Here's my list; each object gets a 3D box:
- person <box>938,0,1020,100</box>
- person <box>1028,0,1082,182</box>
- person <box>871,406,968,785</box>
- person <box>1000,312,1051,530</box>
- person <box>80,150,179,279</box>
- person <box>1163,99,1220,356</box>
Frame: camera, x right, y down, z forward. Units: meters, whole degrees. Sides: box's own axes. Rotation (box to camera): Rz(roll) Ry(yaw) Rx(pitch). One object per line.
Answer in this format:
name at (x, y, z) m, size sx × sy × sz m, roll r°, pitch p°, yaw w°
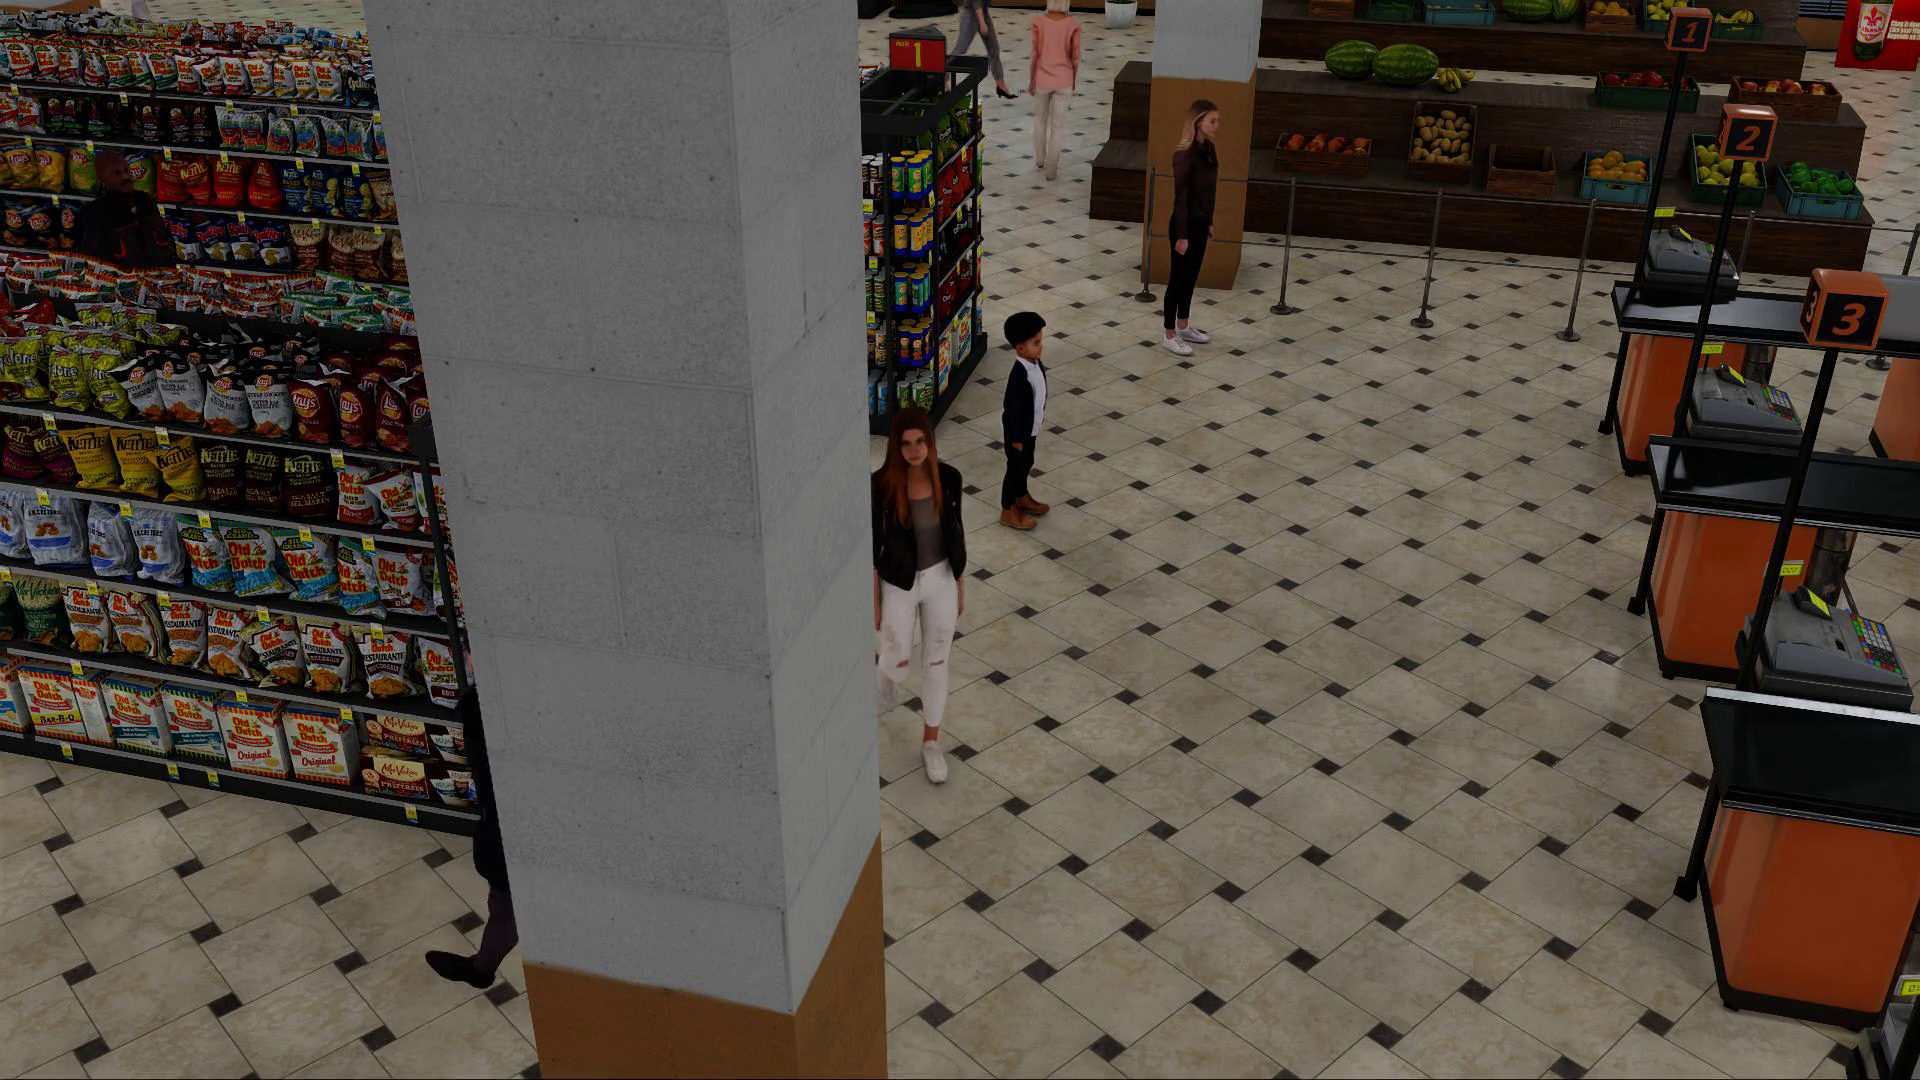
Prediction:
person at (0.078, -5.350, 17.211) m, size 1.117 × 1.630 × 0.661 m, roll 9°, pitch 30°, yaw 16°
person at (0.827, -4.046, 14.739) m, size 0.690 × 1.709 × 0.706 m, roll 4°, pitch 29°, yaw 8°
person at (-0.196, 0.181, 7.023) m, size 0.928 × 1.684 × 0.898 m, roll -7°, pitch 29°, yaw -13°
person at (0.334, -0.659, 9.045) m, size 0.502 × 1.223 × 0.523 m, roll 12°, pitch 31°, yaw 20°
person at (-4.878, -1.404, 9.826) m, size 1.325 × 1.781 × 0.970 m, roll 17°, pitch 33°, yaw 28°
person at (1.548, -2.116, 11.209) m, size 0.621 × 1.705 × 0.664 m, roll 18°, pitch 34°, yaw 30°
